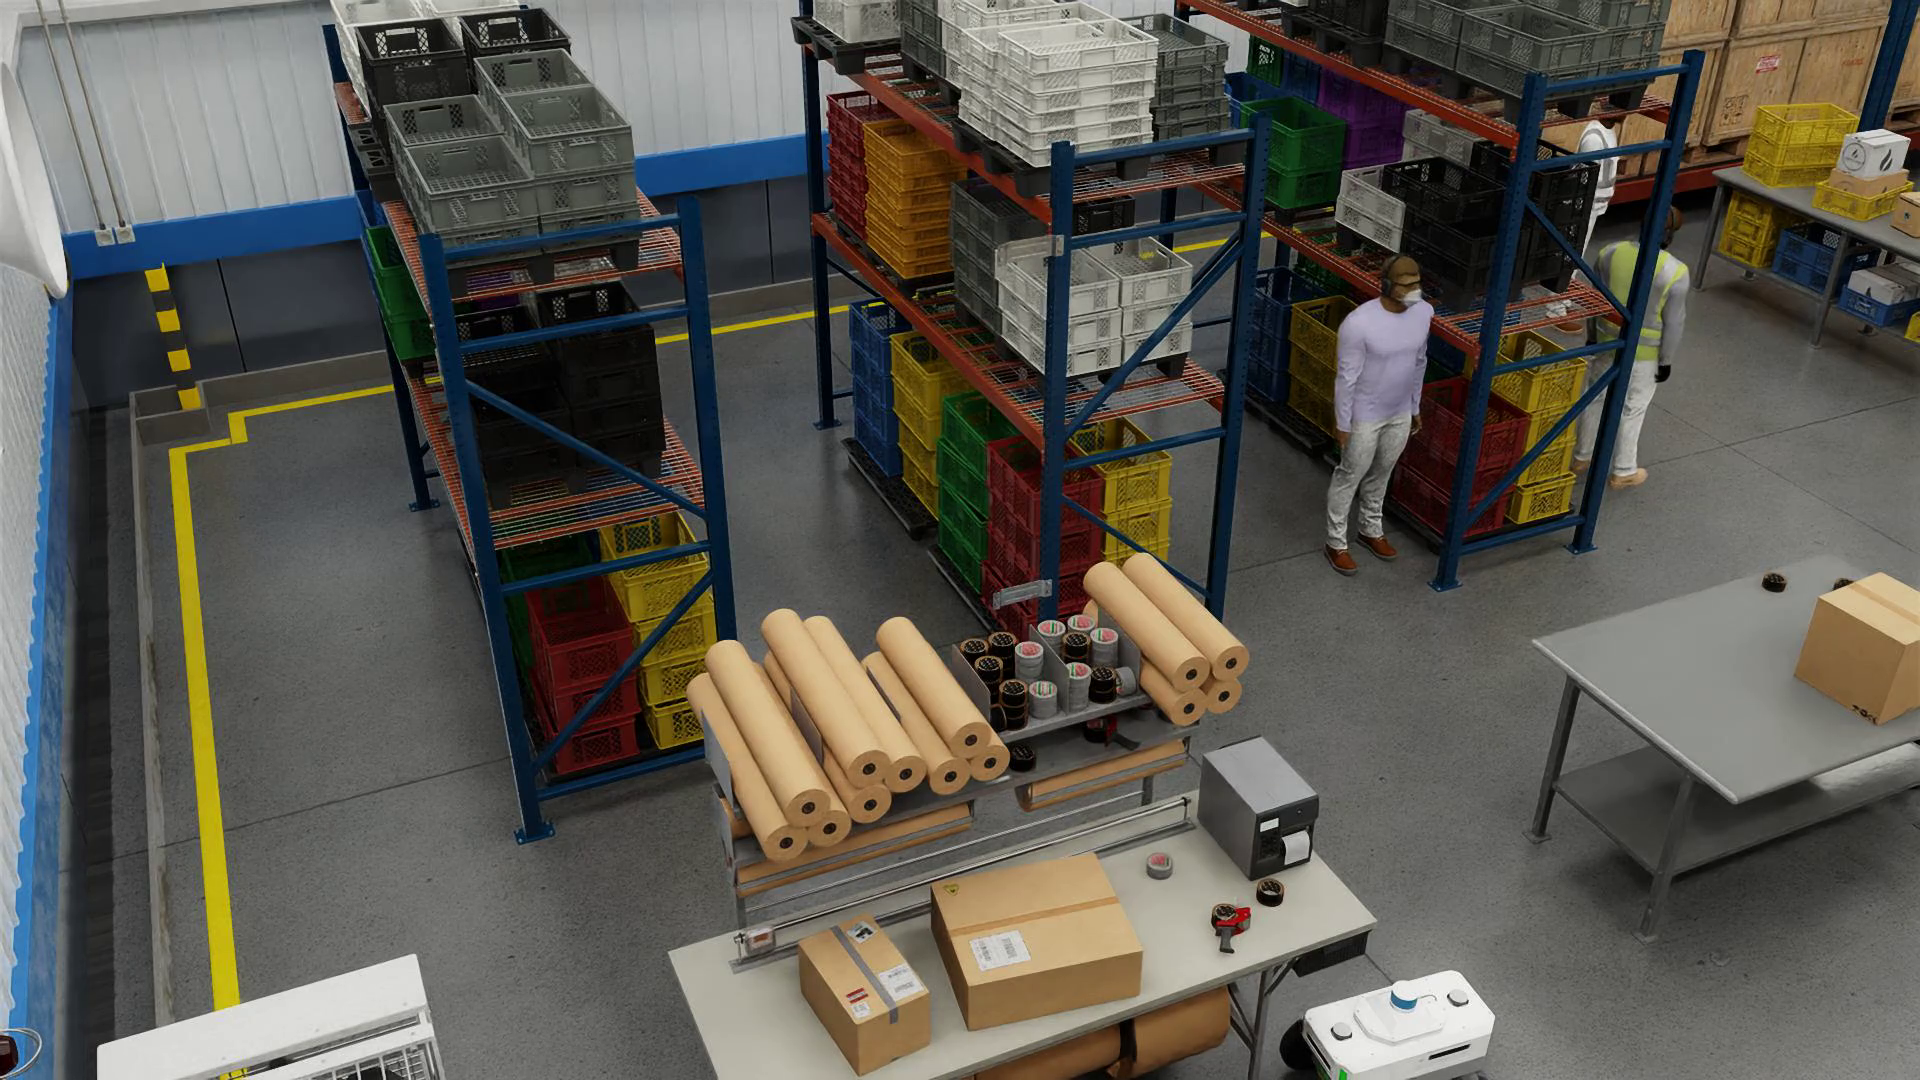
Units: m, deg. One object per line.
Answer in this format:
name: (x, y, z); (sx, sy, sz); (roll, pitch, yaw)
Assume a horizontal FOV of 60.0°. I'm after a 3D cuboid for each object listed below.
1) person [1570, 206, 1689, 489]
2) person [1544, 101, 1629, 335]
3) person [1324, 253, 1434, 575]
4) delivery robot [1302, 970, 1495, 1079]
person: (4.209, -1.215, 10.438); (0.430, 1.837, 0.624); (-21, 37, -31)
person: (4.695, -2.486, 12.454); (0.337, 1.882, 0.583); (14, 34, 22)
person: (2.398, -0.725, 9.542); (0.634, 1.940, 0.365); (-16, 35, -24)
delivery robot: (1.702, 1.921, 6.470); (0.707, 0.478, 0.477); (-10, 33, -16)
